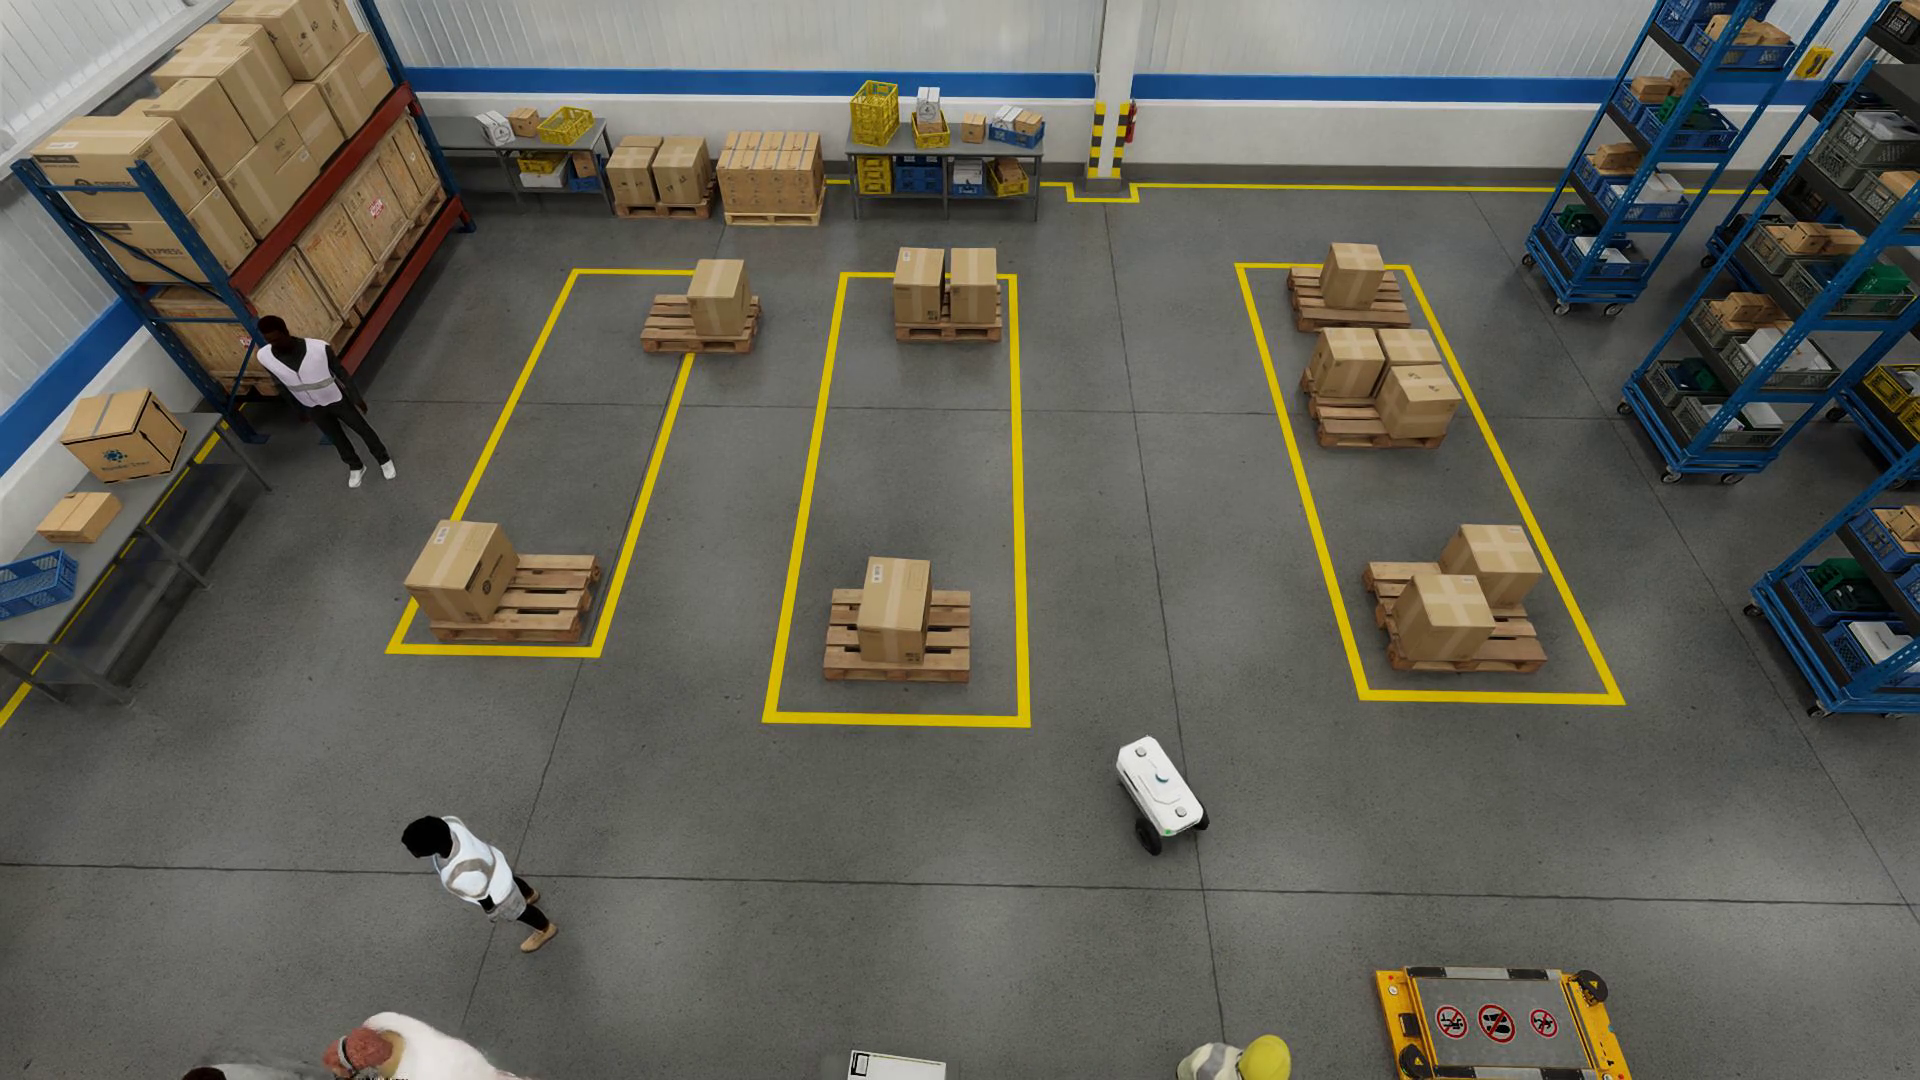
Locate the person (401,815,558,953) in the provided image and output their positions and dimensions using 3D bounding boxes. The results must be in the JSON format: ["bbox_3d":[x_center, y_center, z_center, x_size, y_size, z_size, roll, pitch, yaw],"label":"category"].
[{"bbox_3d":[-3.016,2.148,5.809,0.320,1.690,0.536,-33,58,-24],"label":"person"}]

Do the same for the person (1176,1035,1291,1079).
[{"bbox_3d":[1.456,3.033,4.994,0.592,1.832,0.404,28,56,21],"label":"person"}]

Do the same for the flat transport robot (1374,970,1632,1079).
[{"bbox_3d":[3.501,3.133,5.914,1.431,0.197,0.652,1,51,1],"label":"flat transport robot"}]

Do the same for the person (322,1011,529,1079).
[{"bbox_3d":[-2.728,3.003,5.001,0.803,1.873,0.406,20,53,15],"label":"person"}]

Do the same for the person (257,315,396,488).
[{"bbox_3d":[-5.849,-1.290,8.466,0.588,1.917,0.398,-13,52,-10],"label":"person"}]

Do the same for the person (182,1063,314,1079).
[{"bbox_3d":[-3.578,3.105,4.953,0.521,1.824,1.008,11,52,9],"label":"person"}]

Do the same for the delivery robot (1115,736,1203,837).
[{"bbox_3d":[1.457,1.818,6.746,0.477,0.478,0.707,-21,54,-16],"label":"delivery robot"}]
